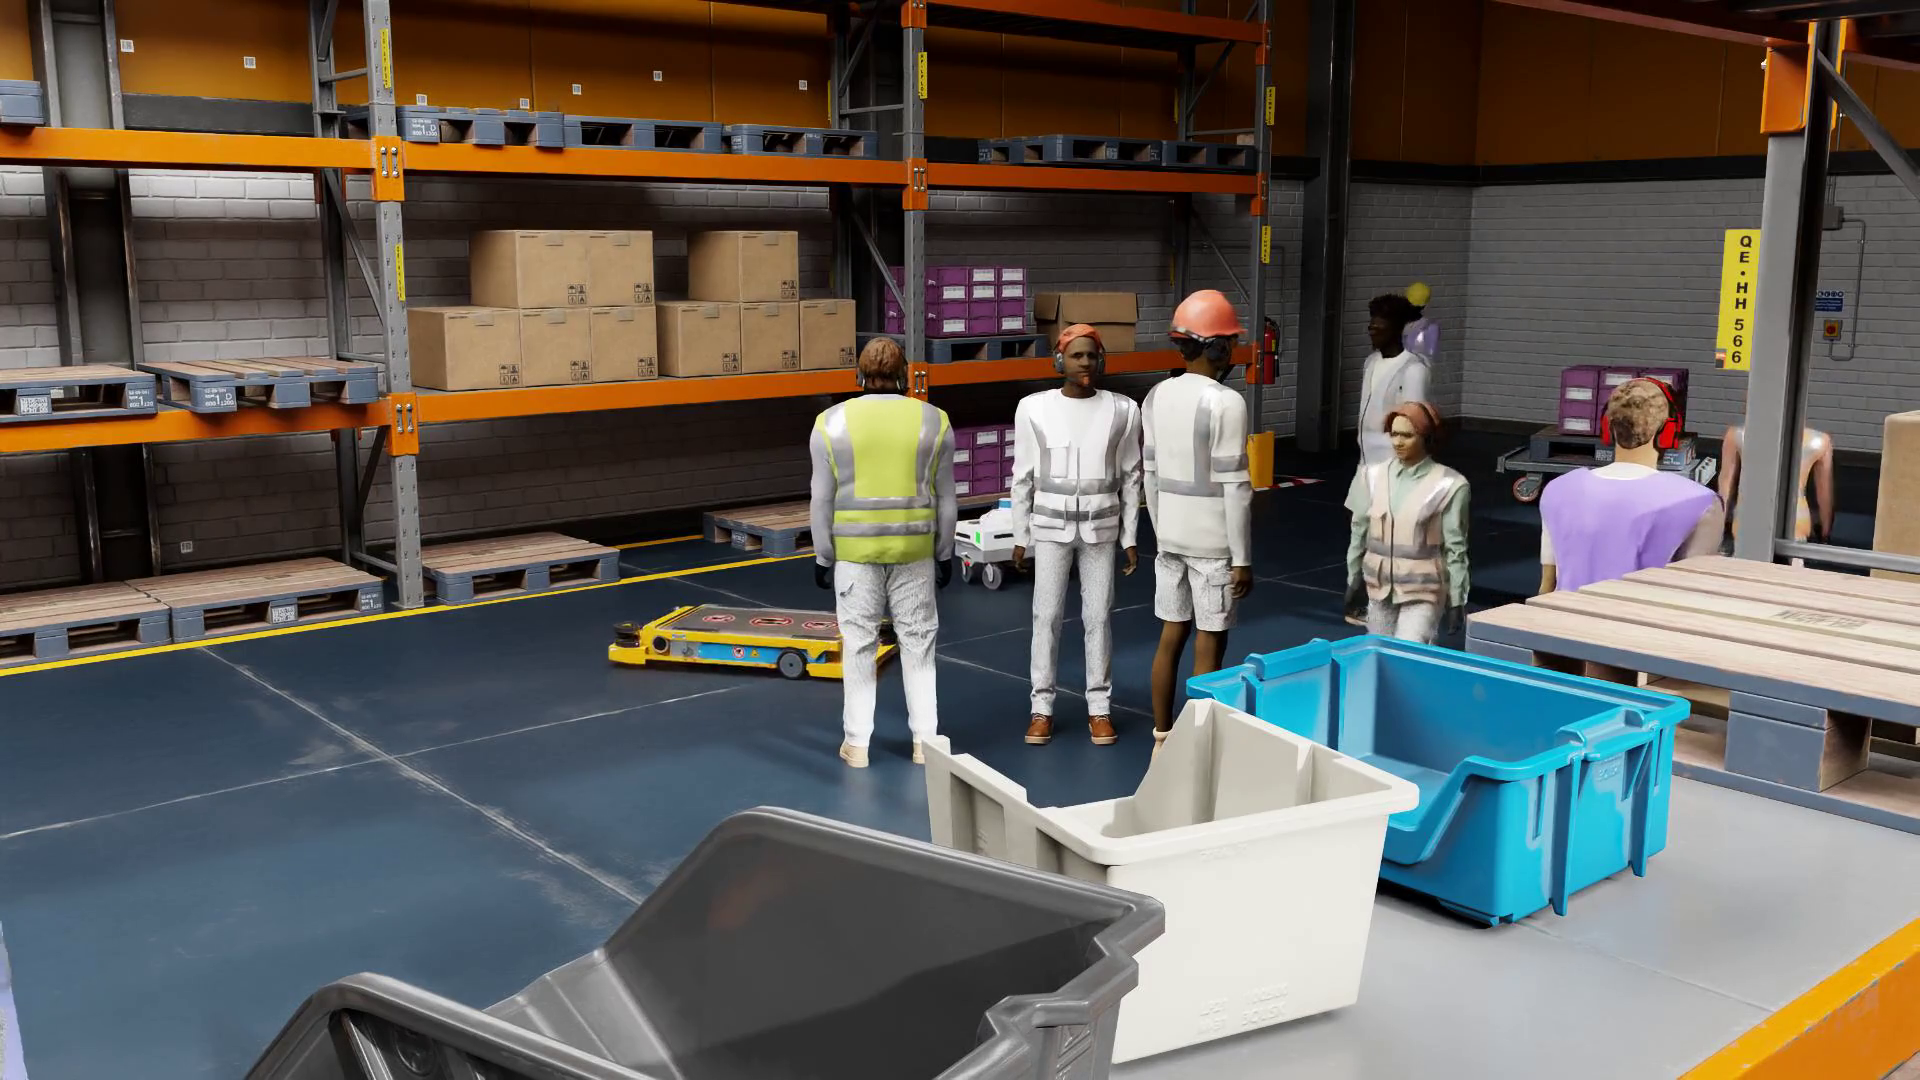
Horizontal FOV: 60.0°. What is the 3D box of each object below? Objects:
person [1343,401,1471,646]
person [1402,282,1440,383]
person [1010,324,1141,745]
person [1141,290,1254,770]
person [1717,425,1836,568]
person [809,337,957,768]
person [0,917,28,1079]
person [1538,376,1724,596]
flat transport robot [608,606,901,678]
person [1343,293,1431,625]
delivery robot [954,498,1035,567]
[{"bbox_3d":[1.881,0.215,6.882,0.703,1.611,0.530,-9,14,-41],"label":"person"},{"bbox_3d":[4.120,-1.404,15.186,0.470,1.889,0.633,-6,12,-29],"label":"person"},{"bbox_3d":[0.514,-0.017,7.425,0.582,1.884,0.351,0,10,1],"label":"person"},{"bbox_3d":[0.996,0.003,6.856,0.365,2.048,0.608,-6,12,-31],"label":"person"},{"bbox_3d":[4.091,-0.039,8.367,0.537,1.588,0.883,6,12,30],"label":"person"},{"bbox_3d":[-0.328,0.057,7.128,0.626,1.843,0.430,-1,10,-7],"label":"person"},{"bbox_3d":[-1.544,0.859,2.367,0.547,1.938,0.379,9,13,41],"label":"person"},{"bbox_3d":[2.010,0.426,5.099,0.387,1.835,0.568,-8,13,-38],"label":"person"},{"bbox_3d":[-1.085,0.525,8.903,1.431,0.197,0.652,3,11,15],"label":"flat transport robot"},{"bbox_3d":[2.531,-0.467,9.746,0.495,1.953,0.640,-3,10,-15],"label":"person"},{"bbox_3d":[0.307,-0.035,10.985,0.707,0.478,0.477,-6,12,-33],"label":"delivery robot"}]
